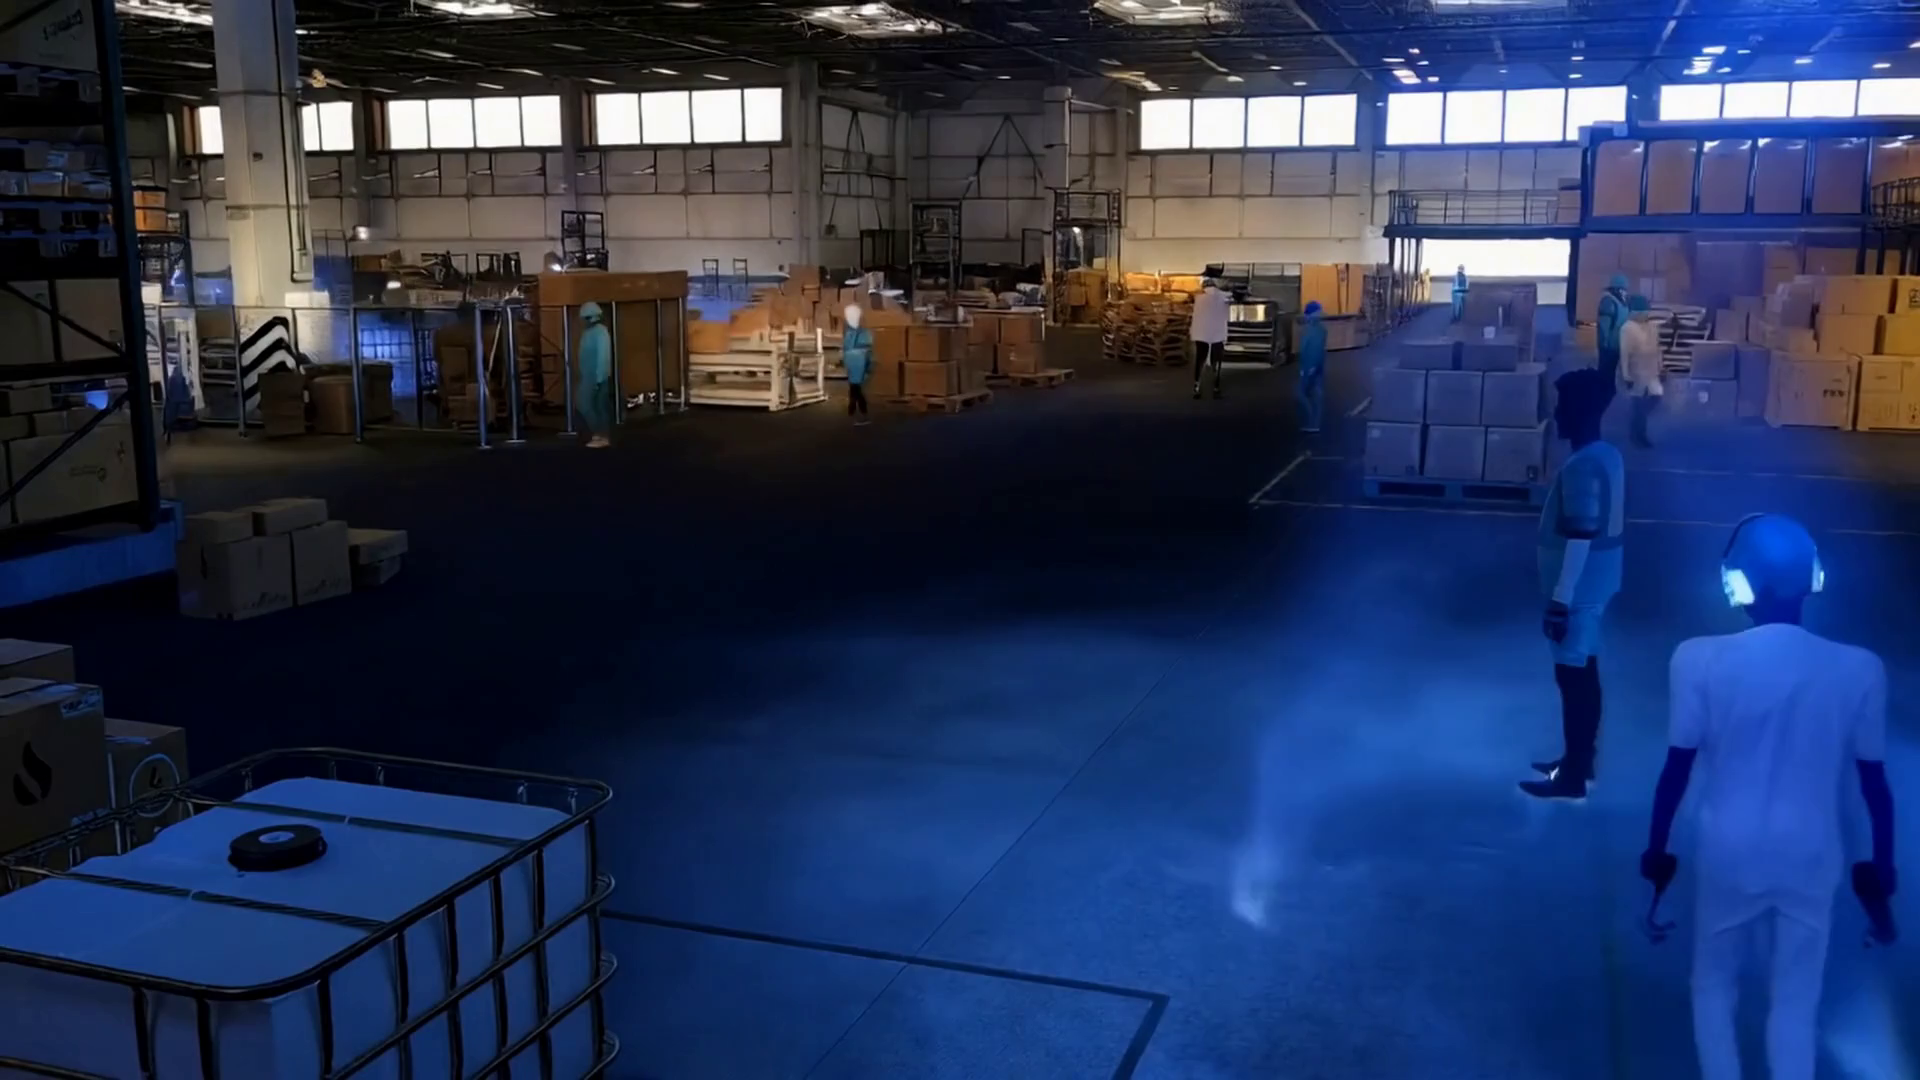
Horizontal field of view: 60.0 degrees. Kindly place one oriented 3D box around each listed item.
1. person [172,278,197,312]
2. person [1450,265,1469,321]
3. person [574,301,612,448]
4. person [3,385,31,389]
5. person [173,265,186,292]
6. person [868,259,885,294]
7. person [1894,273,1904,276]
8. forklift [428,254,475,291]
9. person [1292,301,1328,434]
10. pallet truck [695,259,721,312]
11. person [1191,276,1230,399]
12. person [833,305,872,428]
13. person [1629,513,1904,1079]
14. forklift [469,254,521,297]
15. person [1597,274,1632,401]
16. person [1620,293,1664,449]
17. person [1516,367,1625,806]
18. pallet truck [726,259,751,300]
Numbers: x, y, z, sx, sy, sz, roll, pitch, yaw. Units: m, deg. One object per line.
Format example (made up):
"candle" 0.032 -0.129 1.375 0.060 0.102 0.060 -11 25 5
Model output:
"person" -18.105 -5.243 38.855 0.539 1.712 0.948 -2 10 -10
"person" 16.475 -8.144 54.869 0.580 1.853 0.900 3 11 17
"person" -4.522 -2.031 20.495 0.460 1.815 0.624 -7 12 -34
"person" -11.607 -1.969 20.490 0.322 1.698 0.533 -2 10 -9
"person" -26.302 -8.338 56.062 0.556 1.807 0.588 -8 13 -37
"person" -2.642 -7.732 51.965 0.608 2.048 0.364 -8 13 -37
"person" 19.543 -4.611 34.756 0.574 1.905 0.830 0 10 -1
"forklift" -20.133 -10.254 65.465 1.157 1.987 2.680 3 11 19
"person" 4.675 -2.284 22.092 0.545 1.757 0.413 -8 13 -37
"pallet truck" -9.165 -9.627 62.776 0.823 1.965 1.885 4 11 23
"person" 4.056 -3.267 26.962 0.621 1.992 0.397 1 10 5
"person" -1.506 -2.373 22.847 0.737 1.673 0.549 -8 13 -39
"person" 2.031 0.853 4.174 0.641 1.843 0.456 3 11 17
"forklift" -17.990 -10.121 64.684 1.157 1.987 2.680 3 11 17
"person" 10.559 -3.256 26.772 0.535 2.000 0.673 9 13 40
"person" 8.407 -2.077 20.501 0.588 1.926 0.401 -2 10 -13
"person" 2.768 0.207 7.479 0.367 1.966 0.607 6 12 31
"pallet truck" -7.986 -9.493 62.019 0.823 1.965 1.885 3 11 17
